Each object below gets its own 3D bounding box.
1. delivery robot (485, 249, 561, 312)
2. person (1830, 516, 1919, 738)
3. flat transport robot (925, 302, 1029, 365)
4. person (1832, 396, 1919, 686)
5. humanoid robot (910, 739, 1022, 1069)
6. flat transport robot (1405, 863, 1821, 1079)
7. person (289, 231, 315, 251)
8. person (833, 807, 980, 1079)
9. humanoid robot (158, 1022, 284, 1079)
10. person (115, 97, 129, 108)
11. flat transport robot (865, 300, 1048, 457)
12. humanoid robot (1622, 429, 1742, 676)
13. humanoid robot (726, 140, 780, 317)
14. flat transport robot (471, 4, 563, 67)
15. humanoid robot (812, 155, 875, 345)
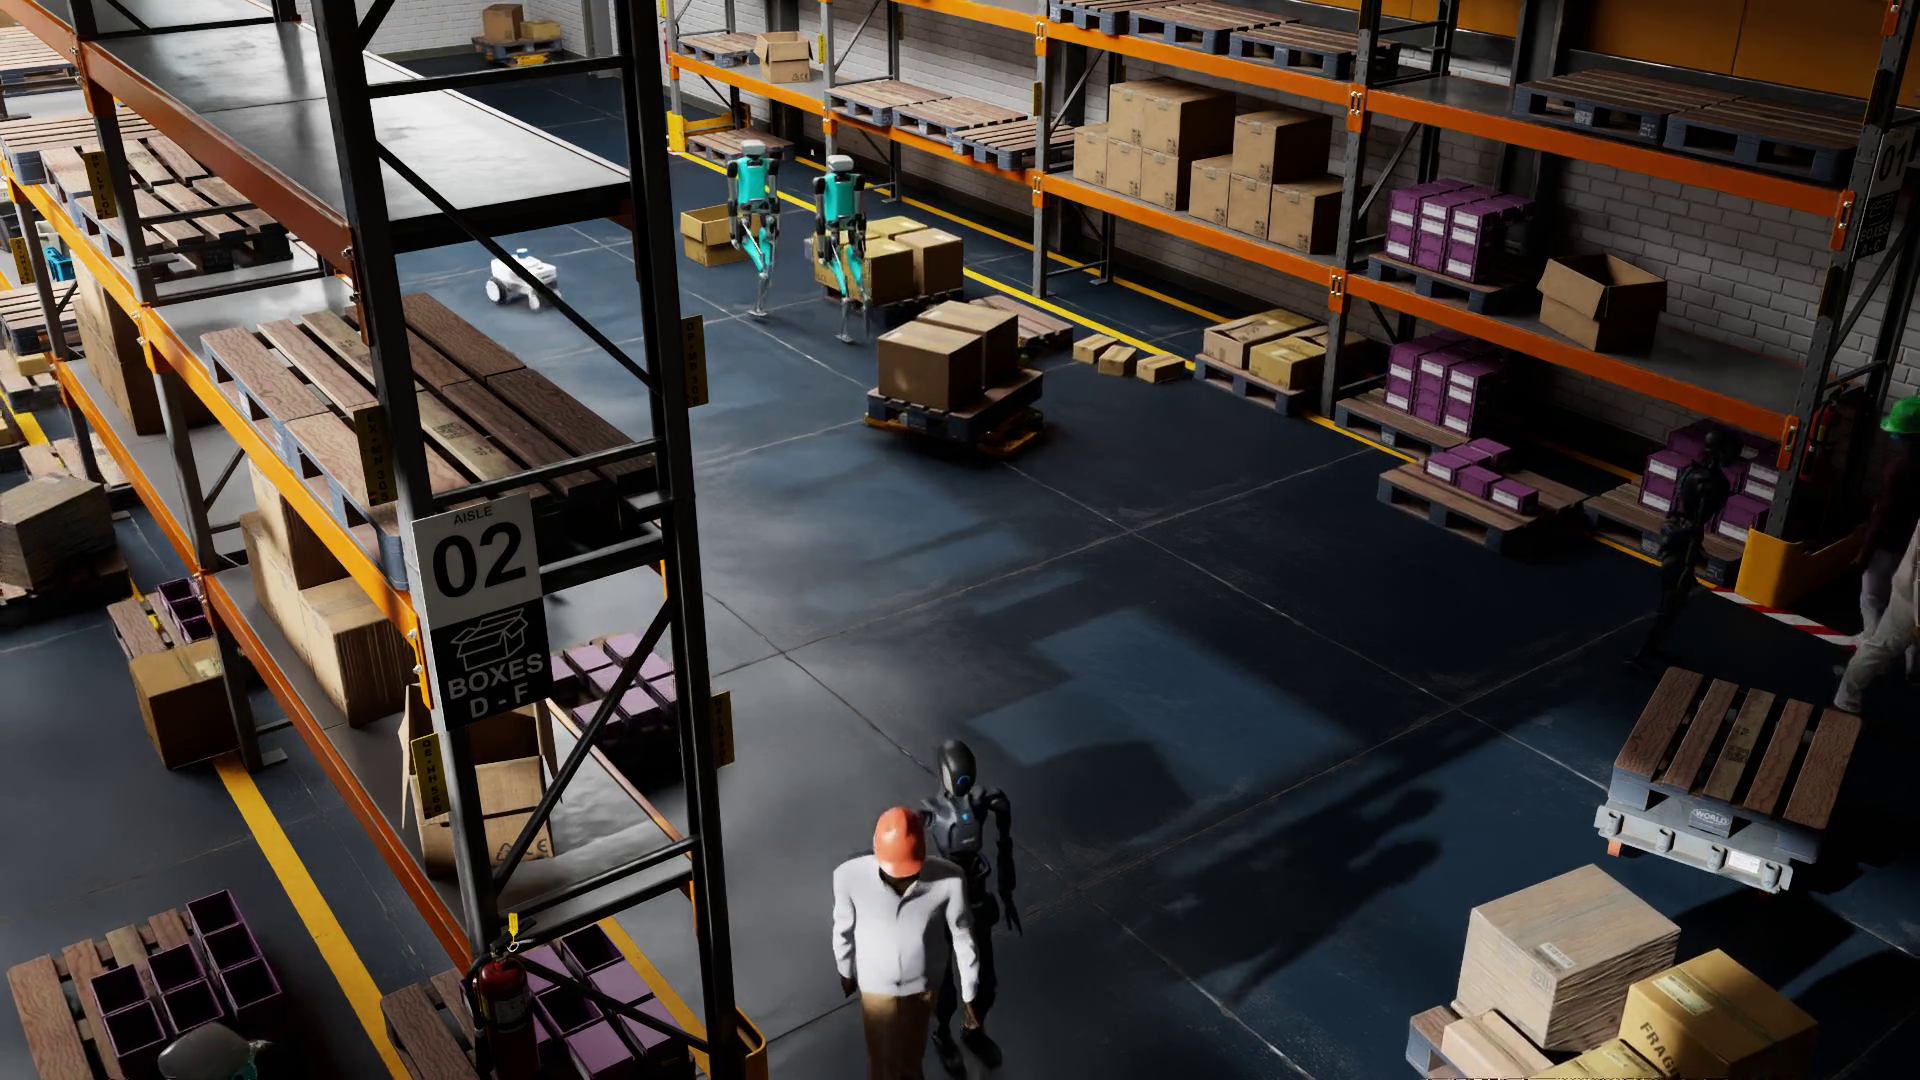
[{"bbox_3d":[-4.459,-2.668,16.996,0.814,0.613,0.499,19,33,33],"label":"delivery robot"},{"bbox_3d":[5.606,0.370,9.451,0.691,1.874,0.948,-21,33,-35],"label":"person"},{"bbox_3d":[0.135,-1.961,15.888,0.659,0.231,1.431,-7,28,-14],"label":"flat transport robot"},{"bbox_3d":[5.838,0.009,10.157,0.736,1.900,0.415,-7,28,-14],"label":"person"},{"bbox_3d":[-0.019,1.594,7.248,0.584,1.640,0.345,-12,29,-23],"label":"humanoid robot"},{"bbox_3d":[2.597,2.498,7.018,1.431,0.231,0.659,-13,29,-24],"label":"flat transport robot"},{"bbox_3d":[-5.844,-2.219,14.762,0.345,1.743,0.554,18,32,32],"label":"person"},{"bbox_3d":[-0.214,1.814,6.775,0.588,1.695,0.880,-3,27,-5],"label":"person"},{"bbox_3d":[-2.188,2.428,5.535,0.742,1.786,0.534,12,29,22],"label":"humanoid robot"},{"bbox_3d":[-10.652,-5.402,20.813,0.610,1.995,0.384,5,27,11],"label":"person"},{"bbox_3d":[-0.034,-1.026,14.027,1.431,0.231,0.659,16,31,29],"label":"flat transport robot"},{"bbox_3d":[4.487,0.049,10.338,0.381,1.635,0.608,8,28,16],"label":"humanoid robot"},{"bbox_3d":[-1.926,-2.951,16.240,0.572,1.792,0.794,-12,29,-23],"label":"humanoid robot"},{"bbox_3d":[-7.501,-8.230,28.357,0.659,0.231,1.431,-20,33,-34],"label":"flat transport robot"},{"bbox_3d":[-1.003,-2.645,15.722,0.566,1.868,0.829,-15,31,-28],"label":"humanoid robot"}]
